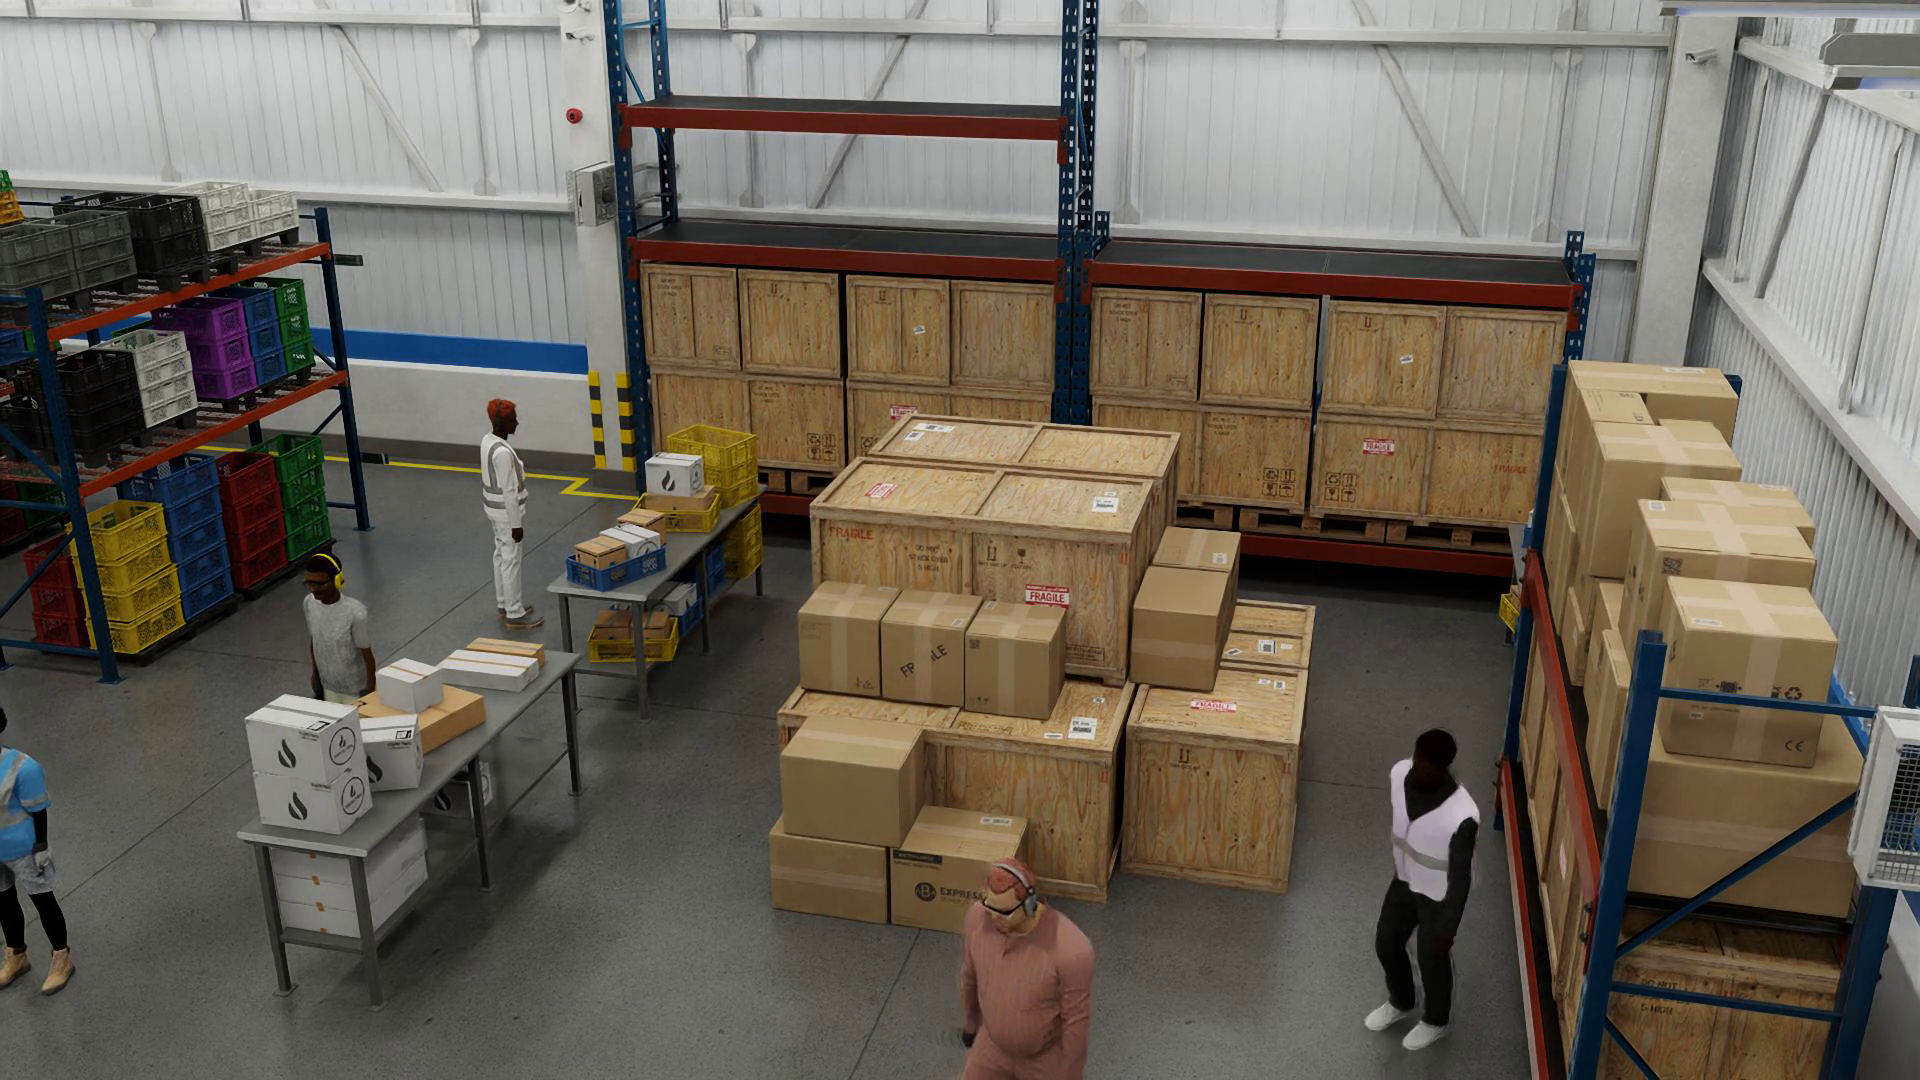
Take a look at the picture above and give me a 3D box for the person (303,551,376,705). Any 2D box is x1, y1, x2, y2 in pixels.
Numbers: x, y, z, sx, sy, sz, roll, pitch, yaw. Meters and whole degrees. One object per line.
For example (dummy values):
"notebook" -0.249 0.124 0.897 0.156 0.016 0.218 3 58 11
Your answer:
"person" -3.837 0.938 10.362 0.519 1.855 0.318 10 23 25

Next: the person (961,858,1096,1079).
"person" 0.216 2.148 7.187 0.797 1.869 0.519 14 25 33

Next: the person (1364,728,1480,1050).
"person" 2.337 1.732 8.241 0.534 1.875 0.611 -11 23 -26

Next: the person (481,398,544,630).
"person" -3.626 -0.214 13.326 0.338 1.880 0.583 -11 23 -26

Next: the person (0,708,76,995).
"person" -5.036 1.616 8.791 0.534 1.700 0.318 3 21 7
